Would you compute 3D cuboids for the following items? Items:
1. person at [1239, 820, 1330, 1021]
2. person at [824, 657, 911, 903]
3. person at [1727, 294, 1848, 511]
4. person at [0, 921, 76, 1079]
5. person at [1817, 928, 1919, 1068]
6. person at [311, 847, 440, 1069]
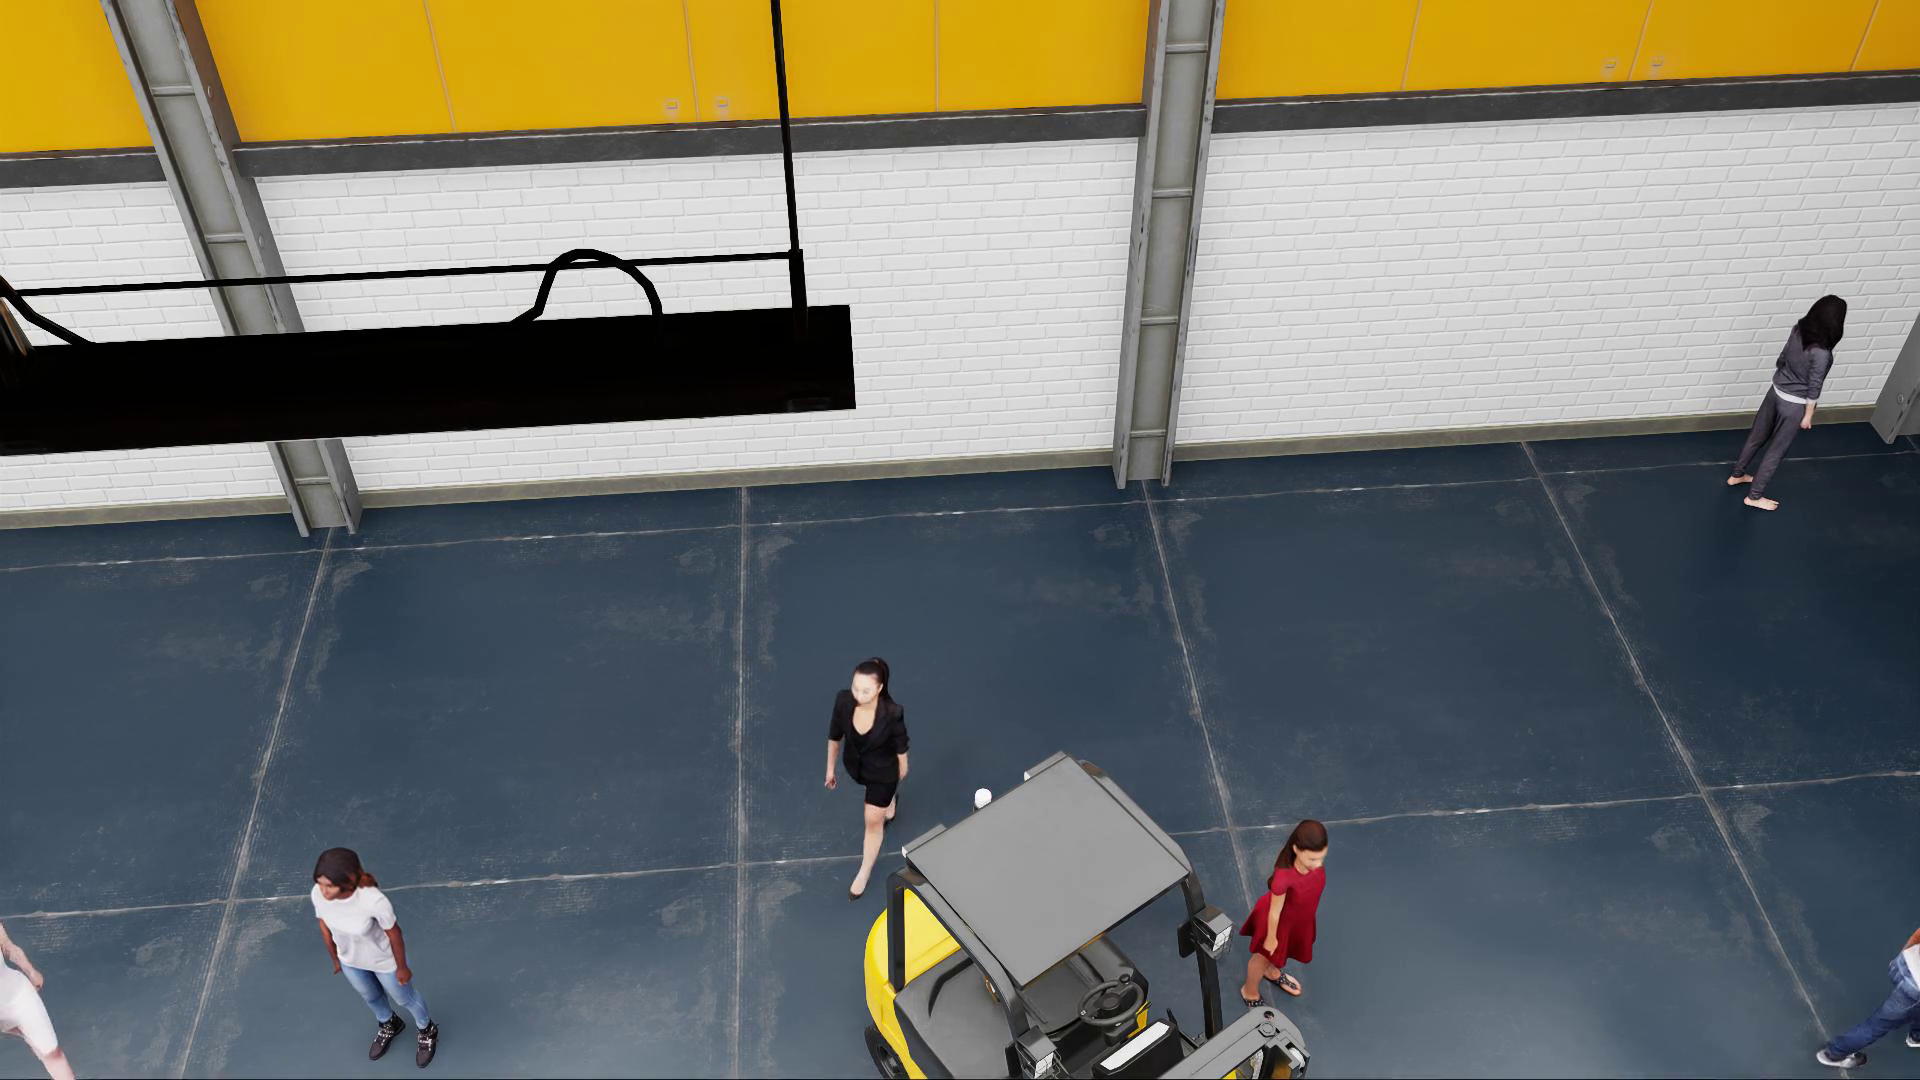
[{"bbox_3d":[1.740,1.987,8.854,0.678,1.551,0.738,-34,53,-30],"label":"person"},{"bbox_3d":[-0.482,1.237,9.570,1.062,1.649,0.991,18,46,18],"label":"person"},{"bbox_3d":[5.894,-0.995,11.831,0.523,1.763,0.611,-6,44,-7],"label":"person"},{"bbox_3d":[-4.879,2.295,8.398,1.105,1.734,1.095,-33,53,-30],"label":"person"},{"bbox_3d":[4.857,2.288,8.558,1.012,1.524,0.641,3,44,3],"label":"person"},{"bbox_3d":[-3.024,2.147,8.564,0.556,1.719,0.701,8,44,8],"label":"person"}]
